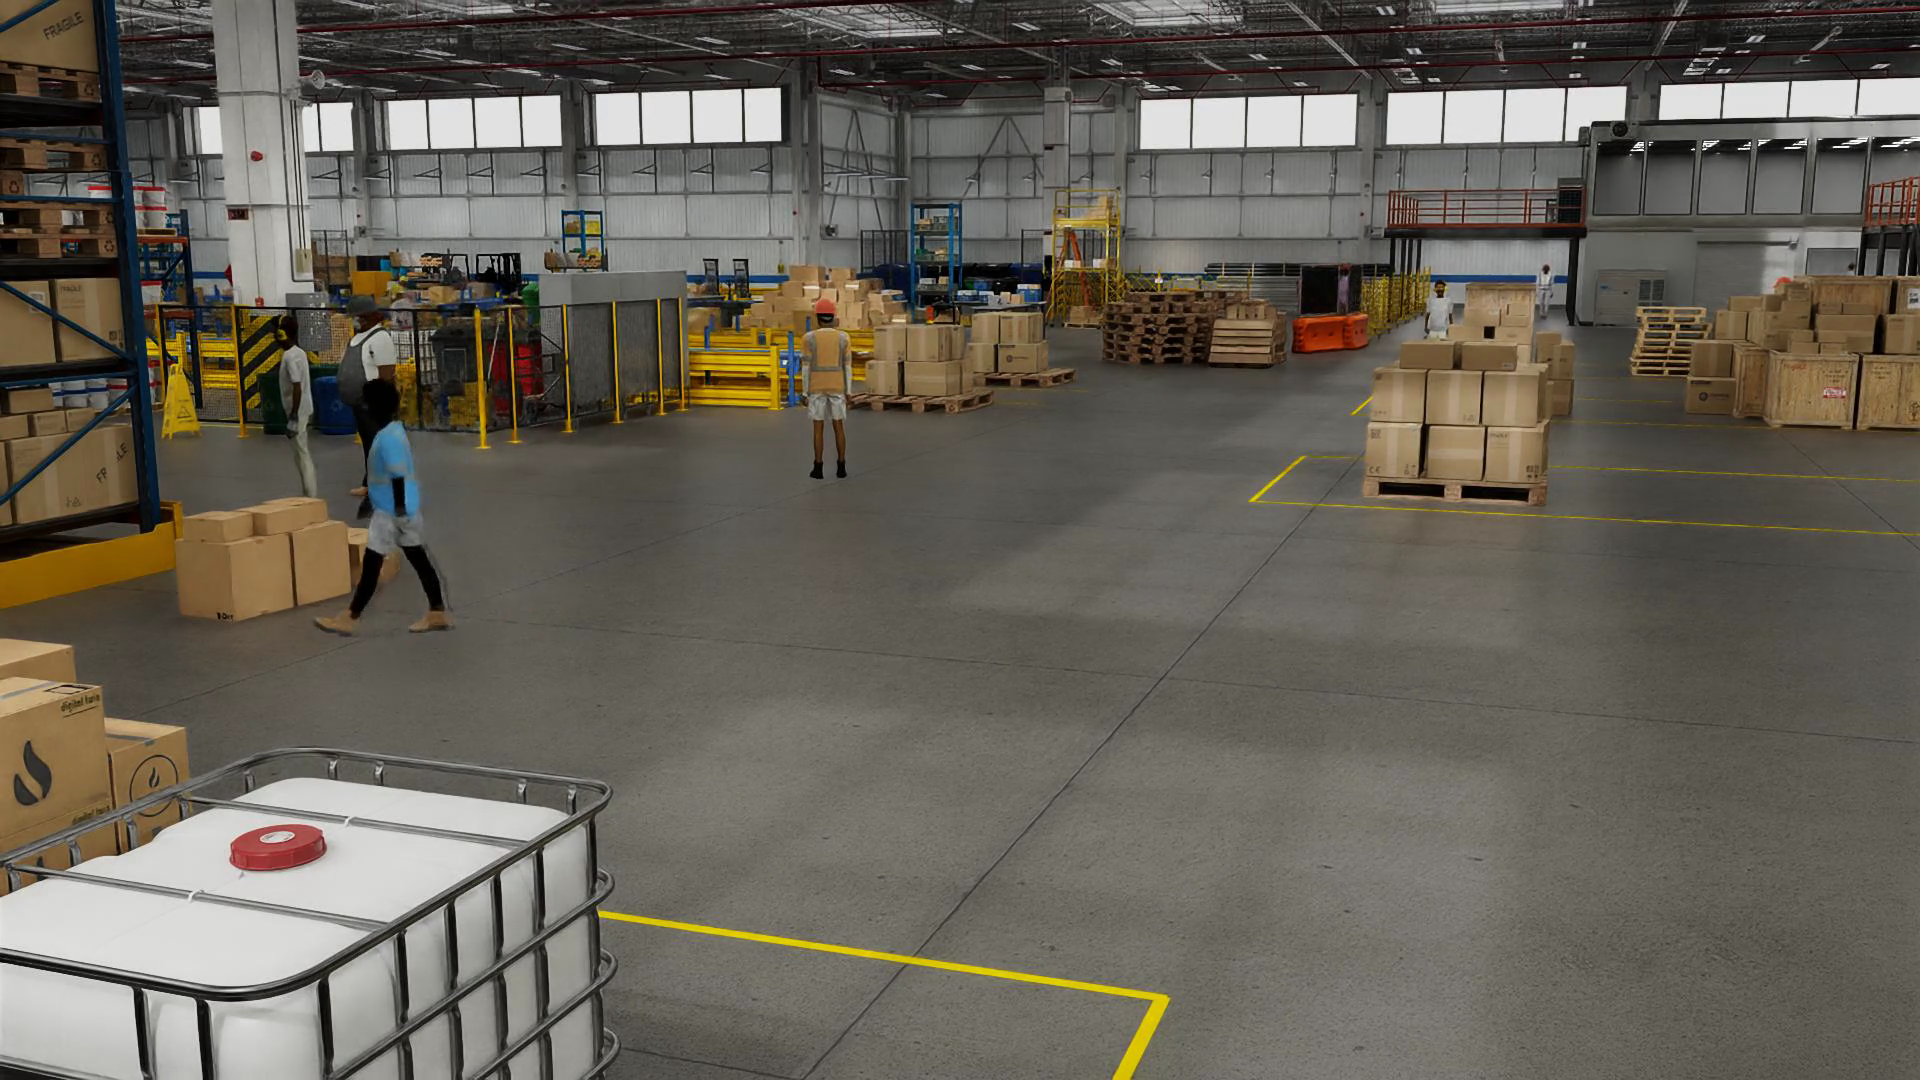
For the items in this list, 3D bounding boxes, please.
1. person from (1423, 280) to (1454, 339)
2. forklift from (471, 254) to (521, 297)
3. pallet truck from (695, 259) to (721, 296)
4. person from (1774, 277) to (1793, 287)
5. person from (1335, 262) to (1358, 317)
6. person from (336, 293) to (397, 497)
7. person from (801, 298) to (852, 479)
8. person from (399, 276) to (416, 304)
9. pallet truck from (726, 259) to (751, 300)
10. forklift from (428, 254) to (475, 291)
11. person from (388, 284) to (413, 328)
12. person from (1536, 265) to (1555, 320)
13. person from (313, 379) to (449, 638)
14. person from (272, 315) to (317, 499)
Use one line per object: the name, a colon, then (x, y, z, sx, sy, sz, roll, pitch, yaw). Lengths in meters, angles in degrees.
person: (8.716, -3.799, 30.316, 0.524, 1.871, 0.325, 4, 11, 20)
forklift: (-17.990, -10.121, 64.684, 1.157, 1.987, 2.680, 3, 11, 17)
pallet truck: (-9.165, -9.627, 62.776, 0.823, 1.965, 1.885, 4, 11, 23)
person: (13.163, -3.213, 26.655, 0.611, 1.996, 0.378, -9, 14, -43)
person: (10.473, -6.498, 45.082, 0.634, 2.042, 0.583, 9, 13, 41)
person: (-5.834, -1.403, 16.339, 0.535, 2.000, 0.674, -8, 13, -39)
person: (-1.440, -1.625, 17.884, 0.553, 1.933, 0.370, -3, 10, -14)
person: (-13.167, -5.379, 39.503, 0.522, 1.768, 0.311, -3, 11, -18)
pallet truck: (-7.986, -9.493, 62.019, 0.823, 1.965, 1.885, 3, 11, 17)
forklift: (-20.133, -10.254, 65.465, 1.157, 1.987, 2.680, 3, 11, 19)
person: (-10.287, -3.787, 30.497, 0.947, 1.780, 0.585, 4, 11, 20)
person: (19.685, -8.341, 55.982, 0.578, 1.850, 0.935, 4, 11, 21)
person: (-3.715, -0.194, 10.602, 0.859, 1.653, 0.539, -2, 10, -12)
person: (-6.120, -1.129, 15.295, 0.329, 1.865, 0.513, -3, 10, -14)
